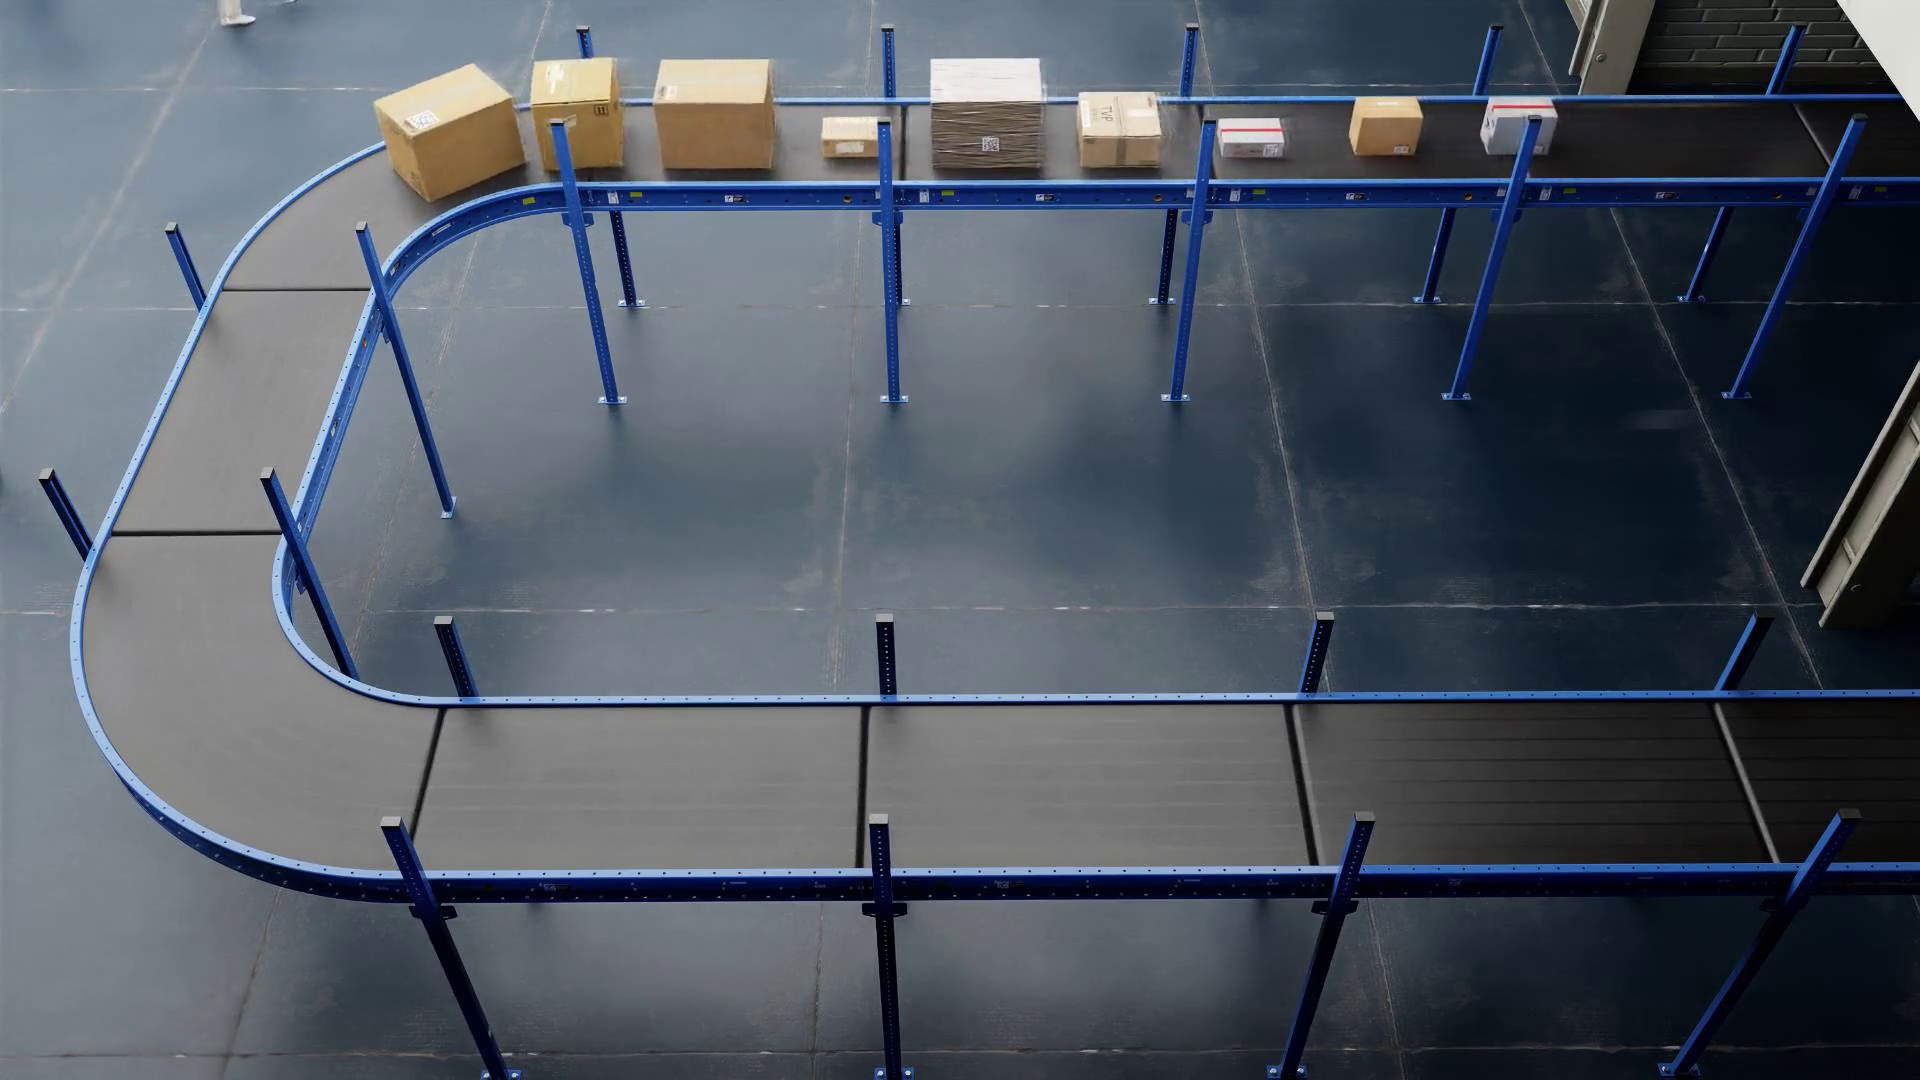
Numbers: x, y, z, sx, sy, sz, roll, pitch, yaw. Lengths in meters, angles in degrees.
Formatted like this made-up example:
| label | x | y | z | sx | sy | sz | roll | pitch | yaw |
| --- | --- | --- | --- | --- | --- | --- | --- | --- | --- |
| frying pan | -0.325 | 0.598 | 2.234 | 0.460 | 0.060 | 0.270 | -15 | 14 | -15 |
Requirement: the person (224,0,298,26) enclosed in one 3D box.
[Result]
| label | x | y | z | sx | sy | sz | roll | pitch | yaw |
| --- | --- | --- | --- | --- | --- | --- | --- | --- | --- |
| person | -6.322 | -5.357 | 15.181 | 0.860 | 1.587 | 0.545 | -23 | 51 | -20 |
